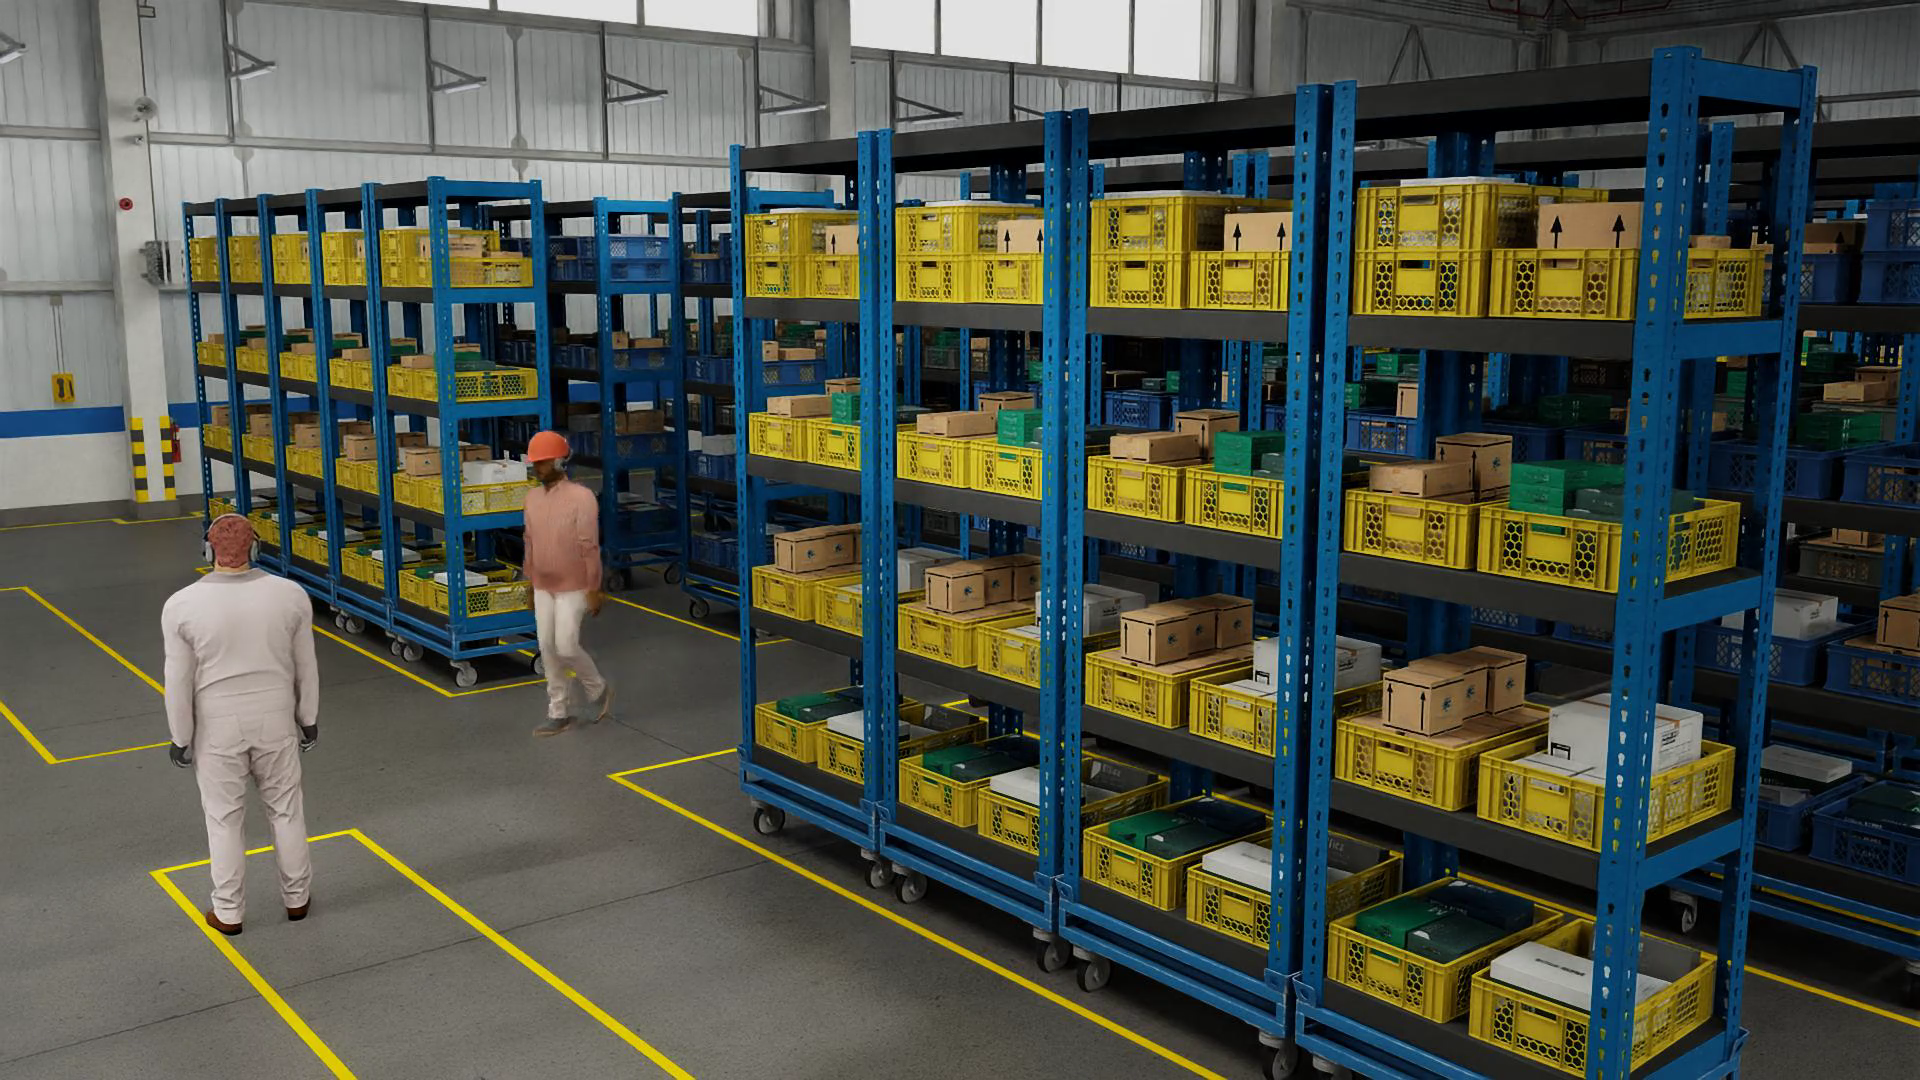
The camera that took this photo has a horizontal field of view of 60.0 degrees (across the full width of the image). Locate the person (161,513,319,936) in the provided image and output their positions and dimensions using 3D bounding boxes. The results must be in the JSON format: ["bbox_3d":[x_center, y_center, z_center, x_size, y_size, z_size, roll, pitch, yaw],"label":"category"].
[{"bbox_3d":[-3.250,0.824,7.545,0.652,1.906,0.405,-7,11,-34],"label":"person"}]

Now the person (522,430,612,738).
[{"bbox_3d":[-2.546,0.280,10.614,0.635,1.970,0.474,6,11,30],"label":"person"}]
